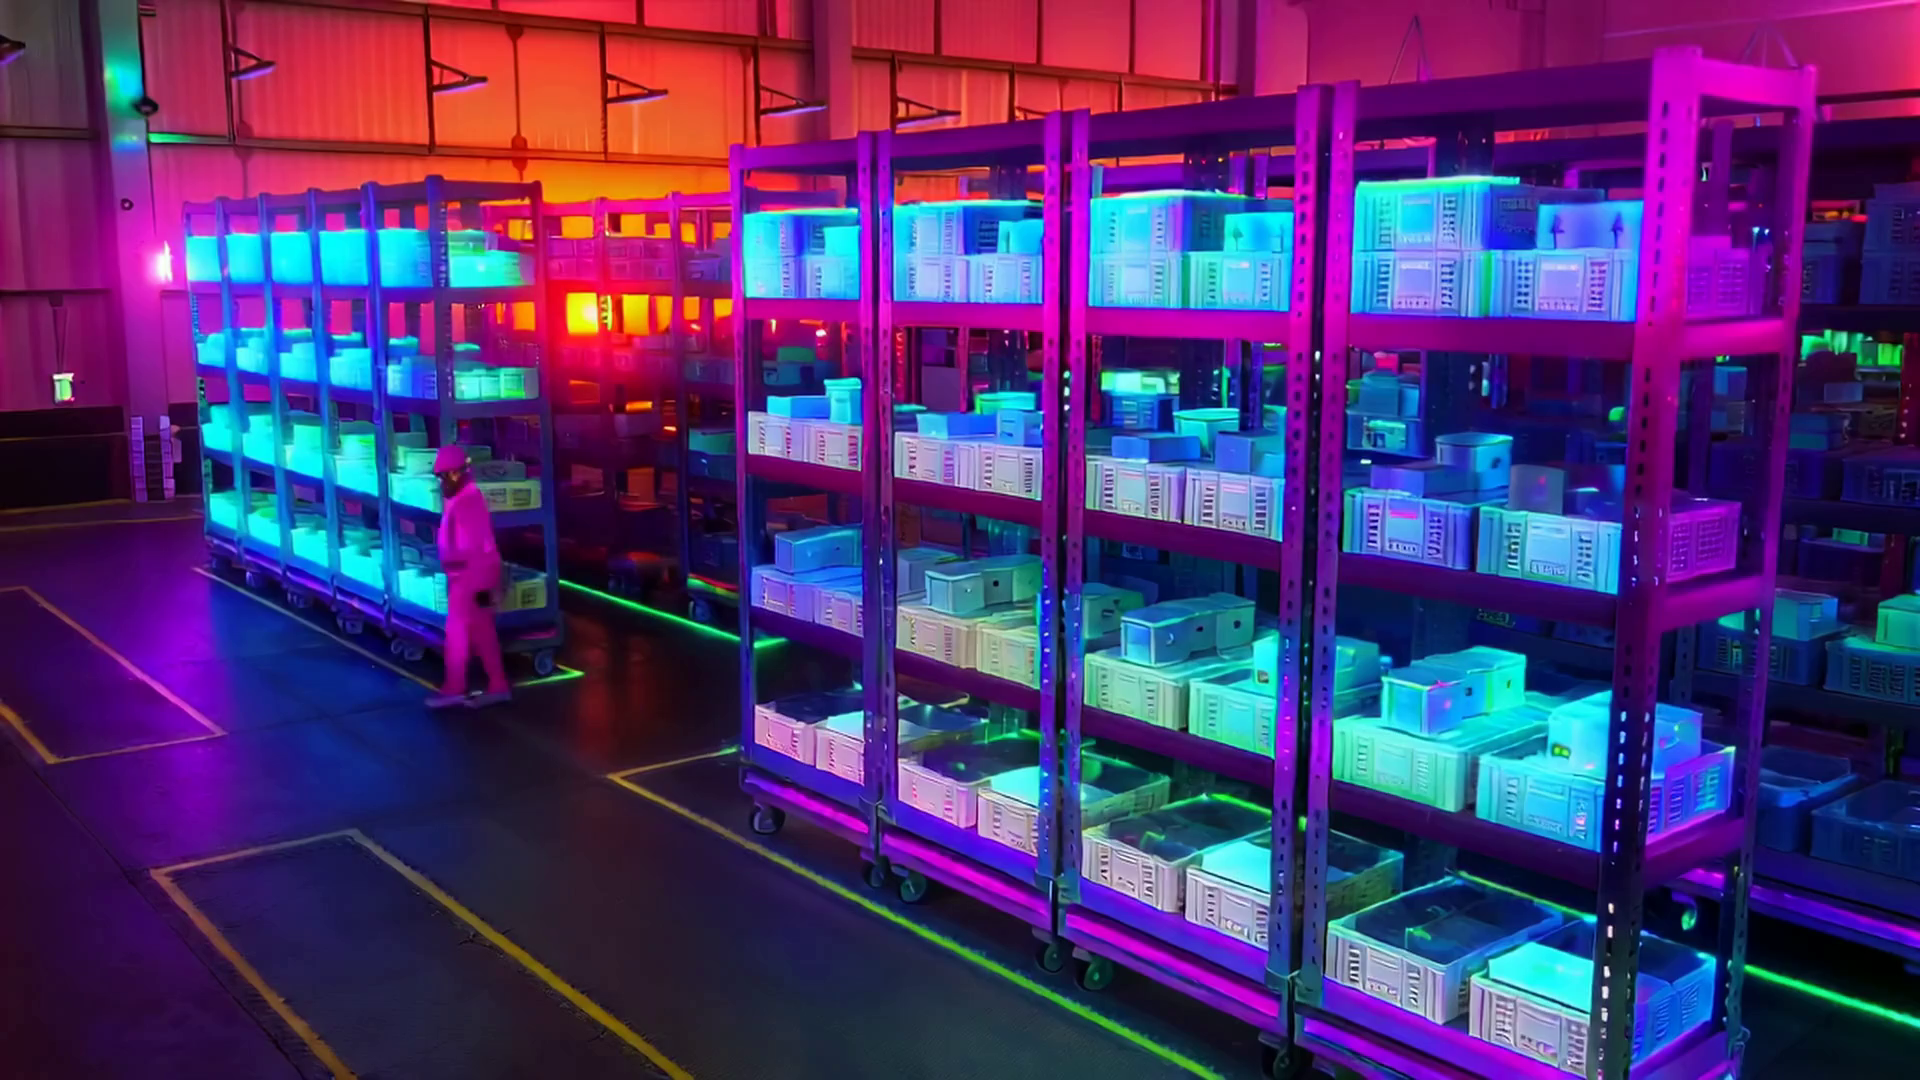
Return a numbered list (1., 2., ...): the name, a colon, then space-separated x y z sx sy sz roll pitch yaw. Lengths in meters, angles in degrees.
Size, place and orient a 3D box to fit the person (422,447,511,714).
1. person: -3.392 0.271 11.250 0.679 1.786 0.668 -2 10 -14
